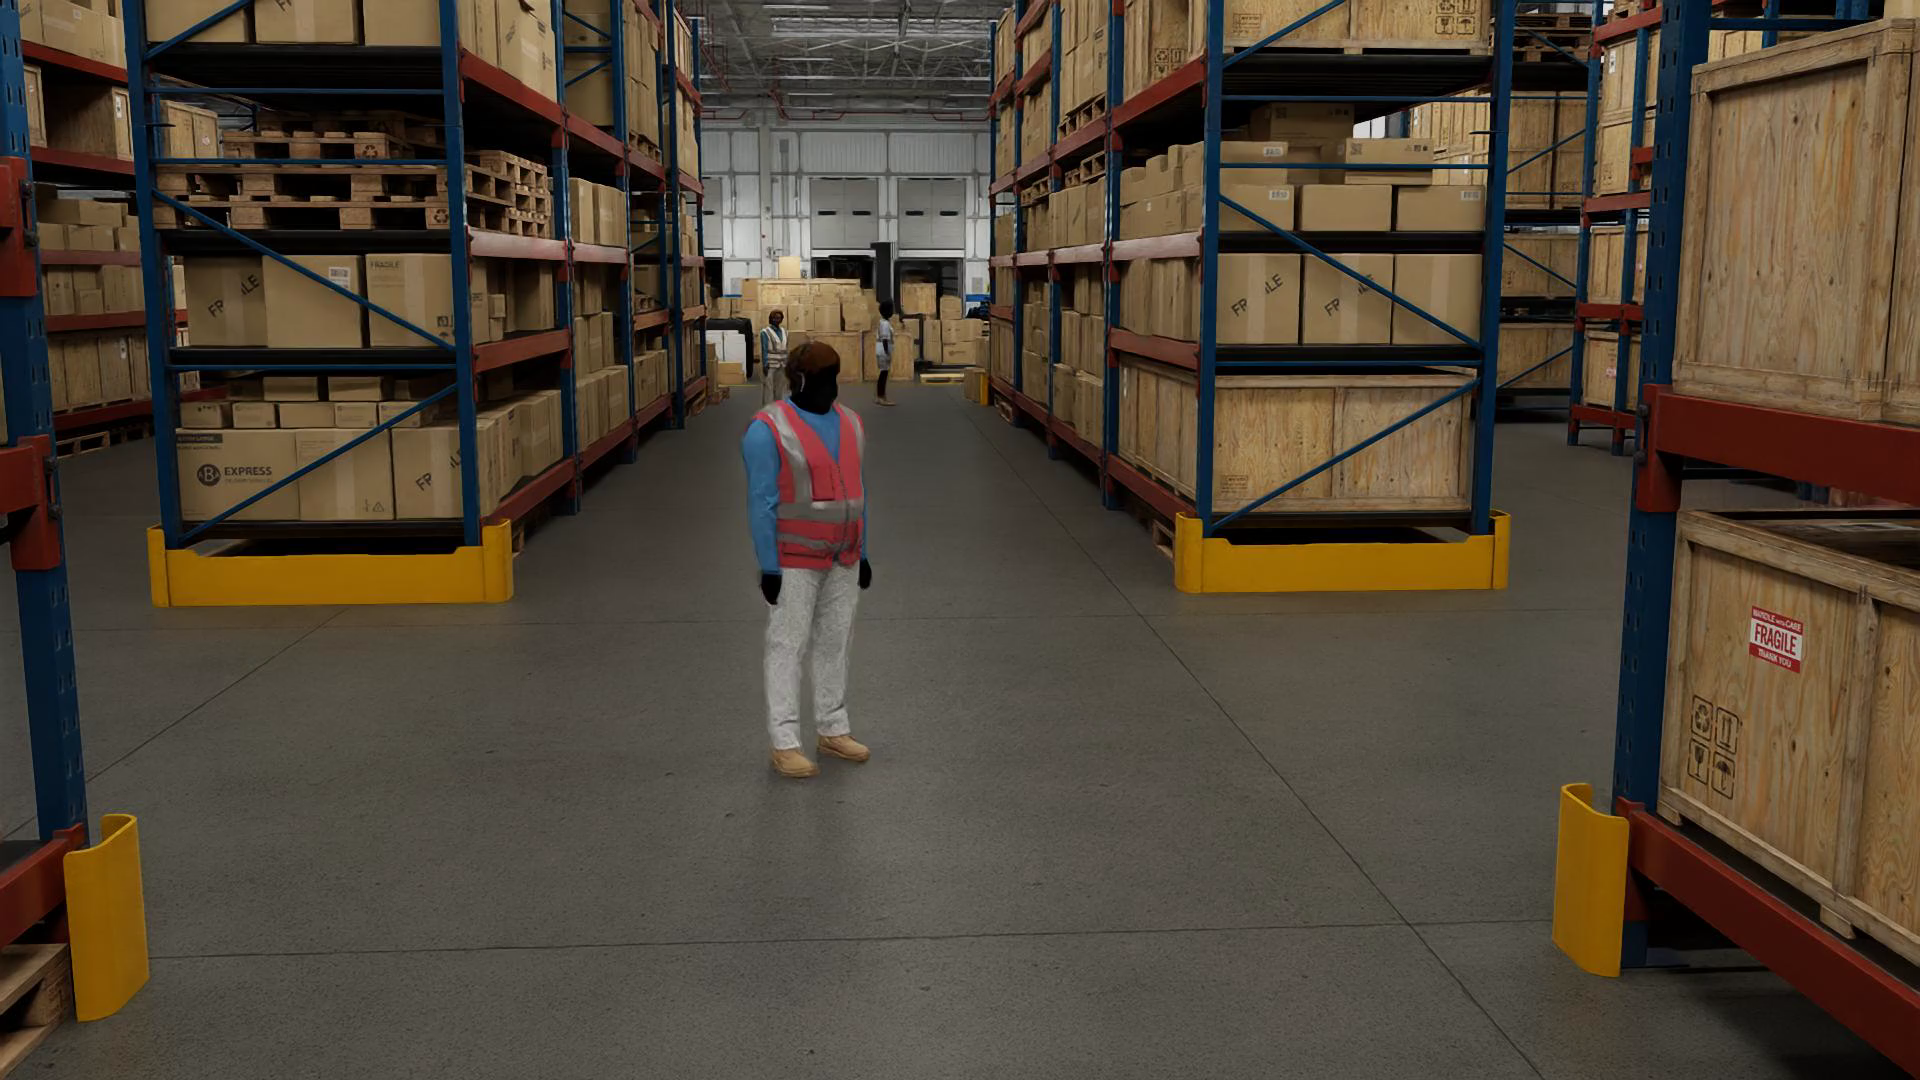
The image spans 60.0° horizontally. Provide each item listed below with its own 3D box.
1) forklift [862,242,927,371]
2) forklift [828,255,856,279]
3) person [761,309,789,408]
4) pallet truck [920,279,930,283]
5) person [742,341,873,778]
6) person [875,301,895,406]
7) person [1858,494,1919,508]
[{"bbox_3d":[-1.688,-5.088,36.276,1.873,2.768,1.129,-1,9,-4],"label":"forklift"},{"bbox_3d":[-4.114,-8.592,58.281,1.129,2.768,1.873,-6,11,-31],"label":"forklift"},{"bbox_3d":[-2.620,-2.449,23.606,0.314,1.636,0.515,7,12,39],"label":"person"},{"bbox_3d":[-0.932,-8.922,63.114,1.885,1.965,0.823,2,9,13],"label":"pallet truck"},{"bbox_3d":[-0.622,0.078,7.123,0.428,1.840,0.642,9,13,44],"label":"person"},{"bbox_3d":[-1.218,-3.024,27.025,0.317,1.696,0.541,-1,9,-4],"label":"person"},{"bbox_3d":[3.686,0.220,6.091,0.915,1.865,0.681,-1,9,-7],"label":"person"}]
